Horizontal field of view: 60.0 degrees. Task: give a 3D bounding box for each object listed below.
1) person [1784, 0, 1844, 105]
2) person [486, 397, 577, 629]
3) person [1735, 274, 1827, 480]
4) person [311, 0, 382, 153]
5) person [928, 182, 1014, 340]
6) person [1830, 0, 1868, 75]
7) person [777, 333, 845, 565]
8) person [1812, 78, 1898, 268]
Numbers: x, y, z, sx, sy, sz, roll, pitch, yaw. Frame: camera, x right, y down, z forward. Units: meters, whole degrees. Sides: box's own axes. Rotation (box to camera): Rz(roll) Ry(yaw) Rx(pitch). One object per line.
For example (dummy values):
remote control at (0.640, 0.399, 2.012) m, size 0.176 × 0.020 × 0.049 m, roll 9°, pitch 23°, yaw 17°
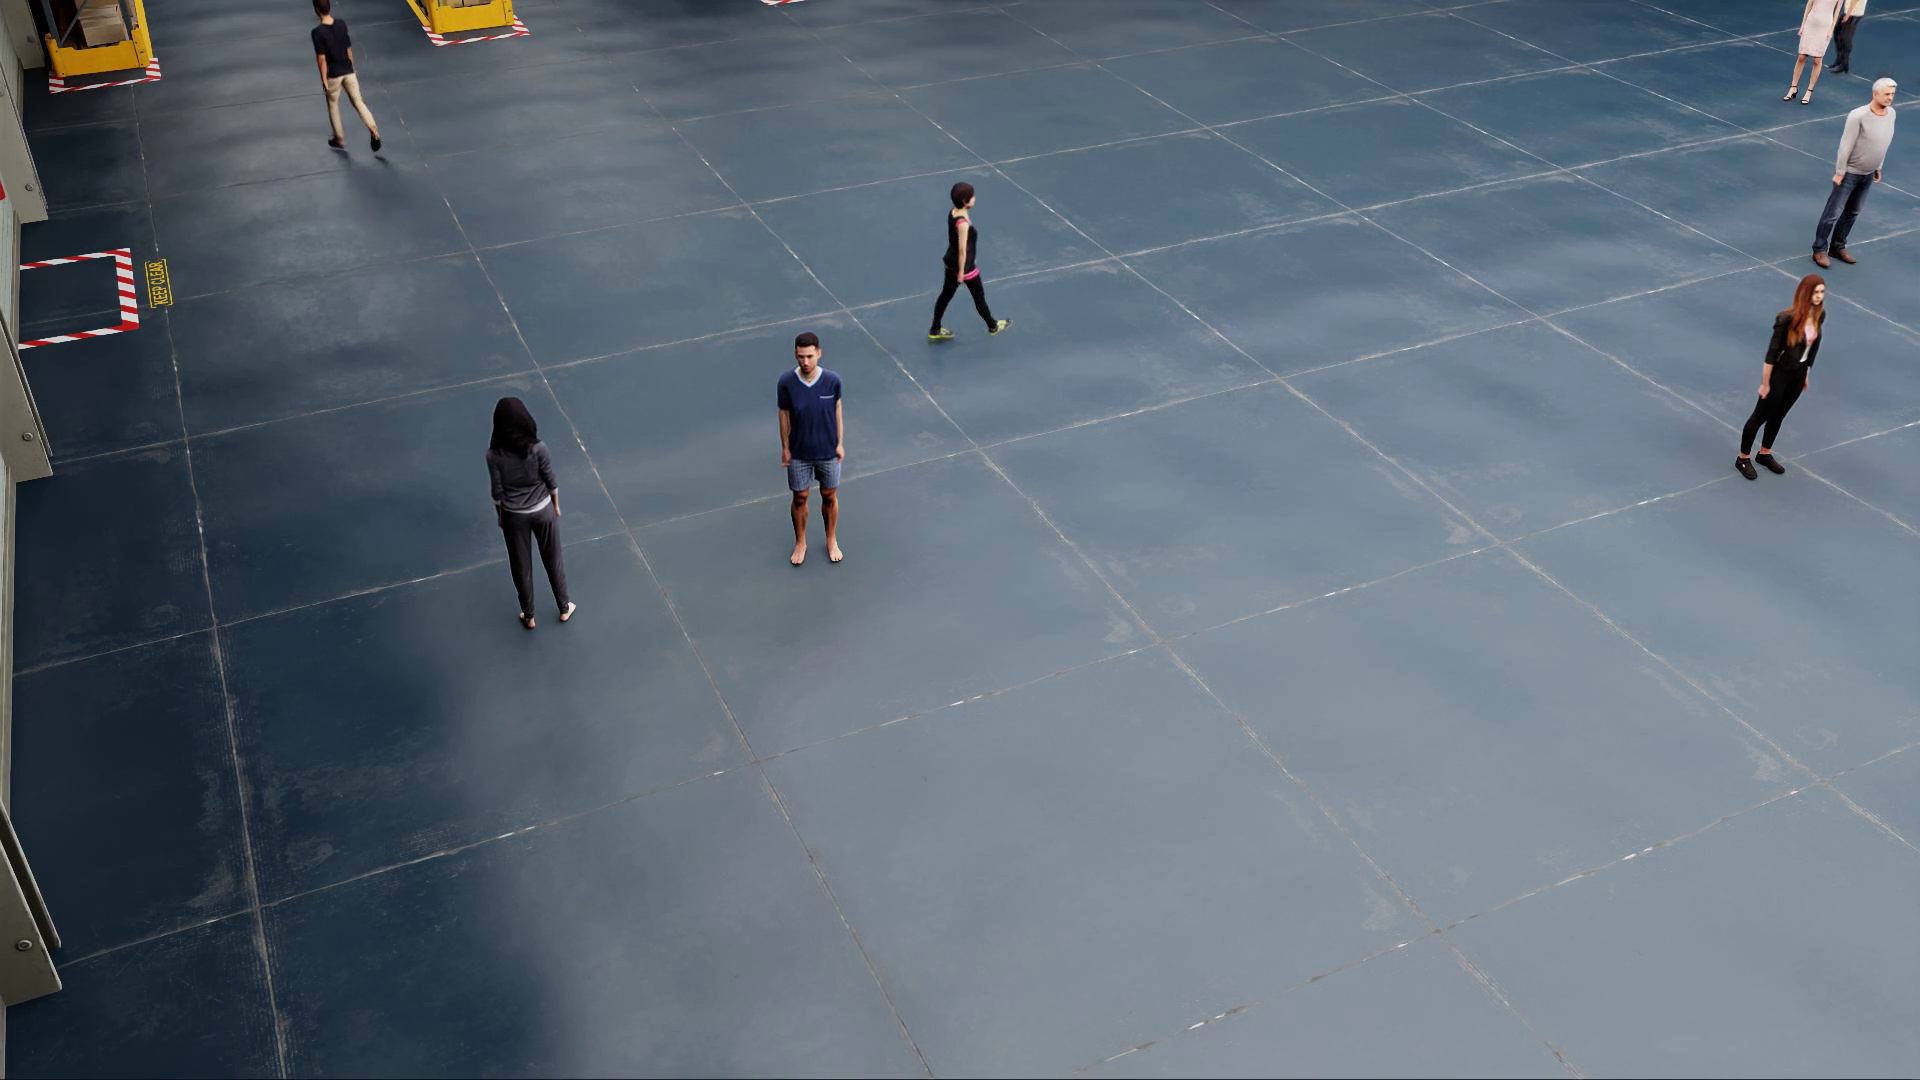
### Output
person at (10.816, -6.437, 20.956) m, size 0.558 × 1.831 × 0.693 m, roll 26°, pitch 41°, yaw 34°
person at (-2.957, -0.178, 11.391) m, size 0.616 × 1.765 × 0.552 m, roll -9°, pitch 34°, yaw -14°
person at (6.533, -1.317, 13.190) m, size 0.616 × 1.713 × 0.549 m, roll -10°, pitch 34°, yaw -15°
person at (-7.168, -5.399, 19.356) m, size 1.174 × 1.834 × 0.909 m, roll 26°, pitch 41°, yaw 34°
person at (-0.068, -2.514, 15.211) m, size 0.653 × 1.517 × 0.953 m, roll -11°, pitch 35°, yaw -17°
person at (11.870, -6.944, 21.967) m, size 0.747 × 1.577 × 0.705 m, roll 15°, pitch 36°, yaw 22°
person at (-1.067, -0.677, 12.084) m, size 0.683 × 1.846 × 0.648 m, roll -4°, pitch 33°, yaw -6°
person at (8.988, -3.704, 16.679) m, size 0.749 × 1.911 × 0.647 m, roll -11°, pitch 35°, yaw -16°
